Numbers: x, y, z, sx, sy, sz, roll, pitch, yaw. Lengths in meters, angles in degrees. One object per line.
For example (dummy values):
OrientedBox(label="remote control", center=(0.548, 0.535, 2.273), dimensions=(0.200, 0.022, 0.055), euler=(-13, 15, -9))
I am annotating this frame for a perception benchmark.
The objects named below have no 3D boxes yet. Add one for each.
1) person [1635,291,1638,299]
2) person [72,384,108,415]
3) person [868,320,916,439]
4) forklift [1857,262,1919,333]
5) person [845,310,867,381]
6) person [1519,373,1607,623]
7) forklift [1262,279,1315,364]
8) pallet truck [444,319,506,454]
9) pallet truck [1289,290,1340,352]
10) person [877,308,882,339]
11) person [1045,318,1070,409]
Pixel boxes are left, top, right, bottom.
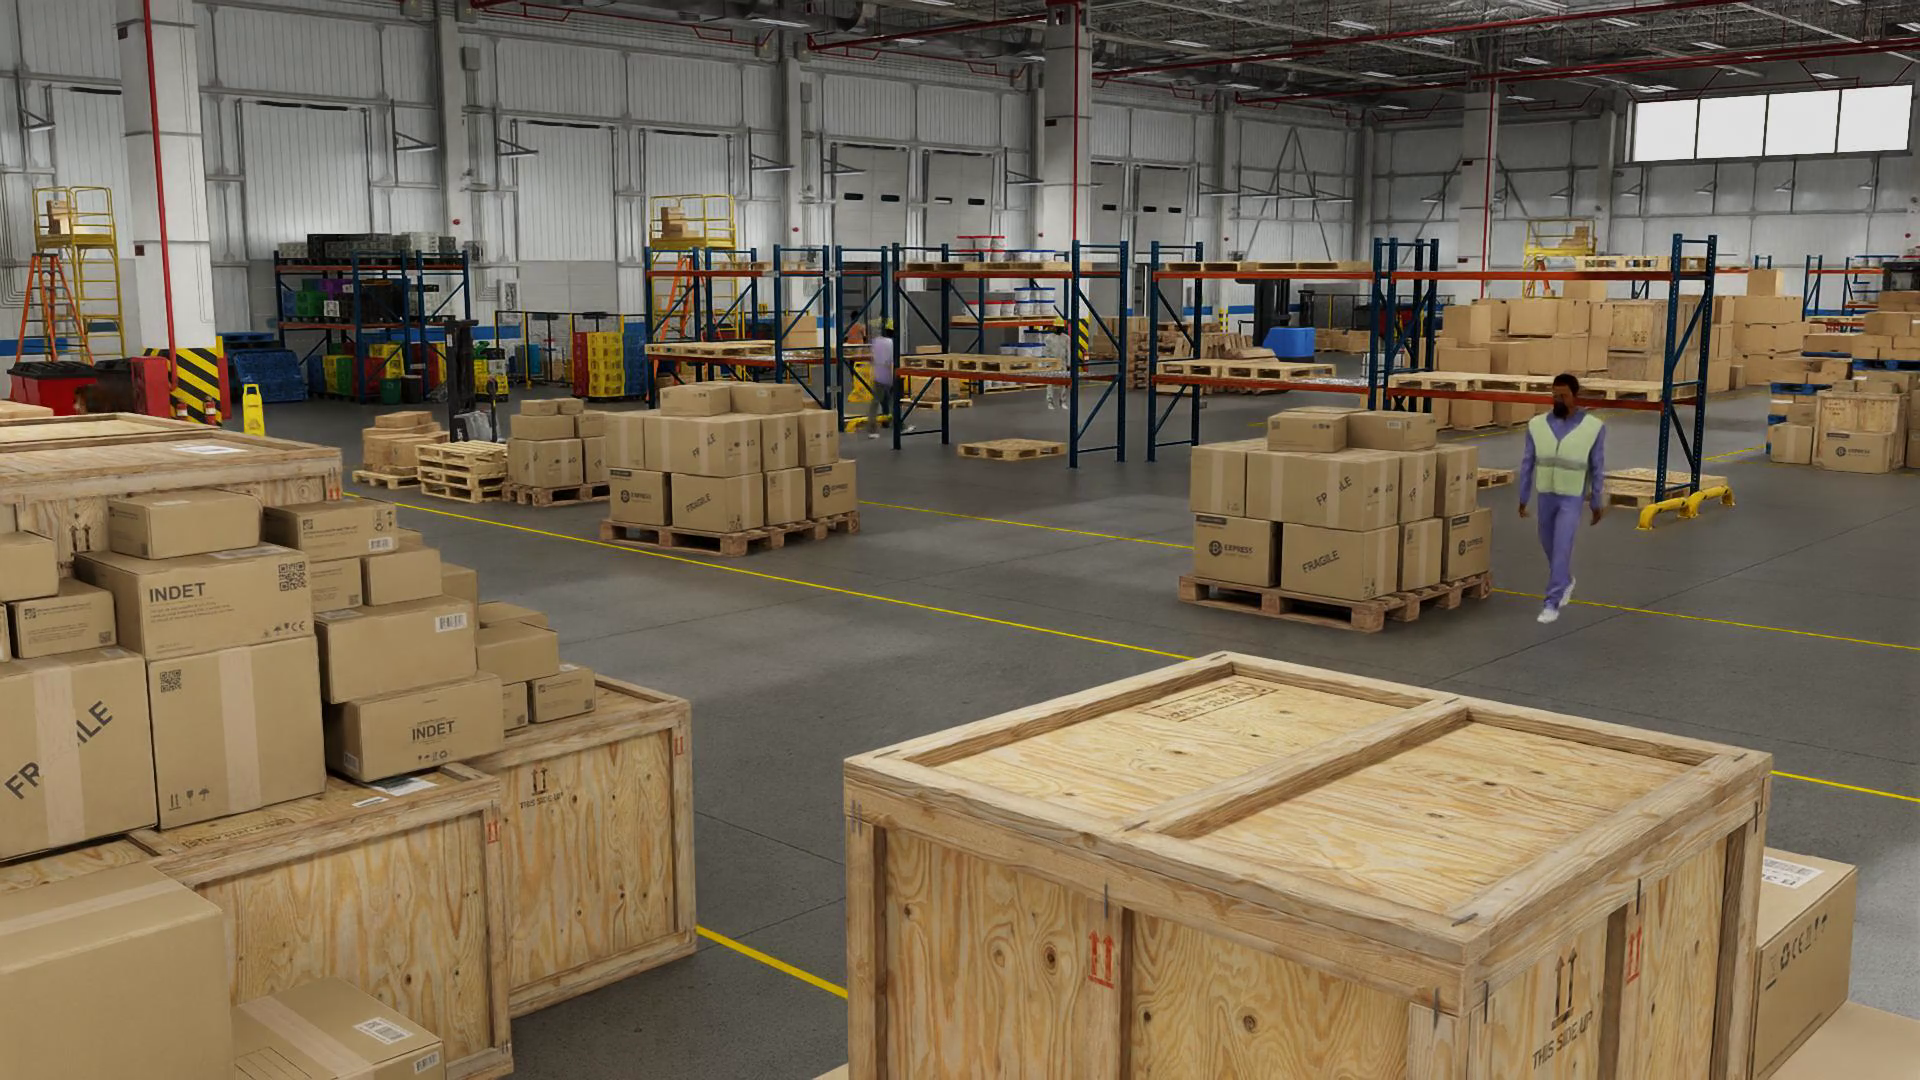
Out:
OrientedBox(label="person", center=(22.592, -7.405, 55.872), dimensions=(0.630, 1.934, 0.364), euler=(-9, 13, -43))
OrientedBox(label="person", center=(-6.435, -0.287, 12.621), dimensions=(0.955, 1.813, 0.522), euler=(-3, 10, -16))
OrientedBox(label="person", center=(-1.096, -2.533, 26.186), dimensions=(0.617, 1.853, 1.005), euler=(7, 12, 39))
OrientedBox(label="forklift", center=(23.395, -5.530, 41.453), dimensions=(1.129, 2.768, 1.873), euler=(0, 9, -3))
OrientedBox(label="person", center=(-2.474, -4.569, 39.230), dimensions=(0.540, 1.687, 0.487), euler=(2, 9, 10))
OrientedBox(label="person", center=(4.629, -0.353, 12.777), dimensions=(0.602, 1.888, 0.928), euler=(7, 12, 38))
OrientedBox(label="forklift", center=(8.555, -6.090, 44.881), dimensions=(1.873, 2.768, 1.129), euler=(9, 13, 43))
OrientedBox(label="pallet truck", center=(-6.981, -1.942, 22.150), dimensions=(1.885, 1.965, 0.823), euler=(1, 9, 9))
OrientedBox(label="pallet truck", center=(11.297, -6.951, 52.861), dimensions=(1.885, 1.965, 0.823), euler=(-5, 11, -29))
OrientedBox(label="person", center=(-2.051, -5.358, 44.220), dimensions=(0.314, 1.634, 0.515), euler=(1, 9, 4))
OrientedBox(label="person", center=(1.854, -3.333, 31.479), dimensions=(0.485, 1.739, 0.320), euler=(-2, 9, -11))
